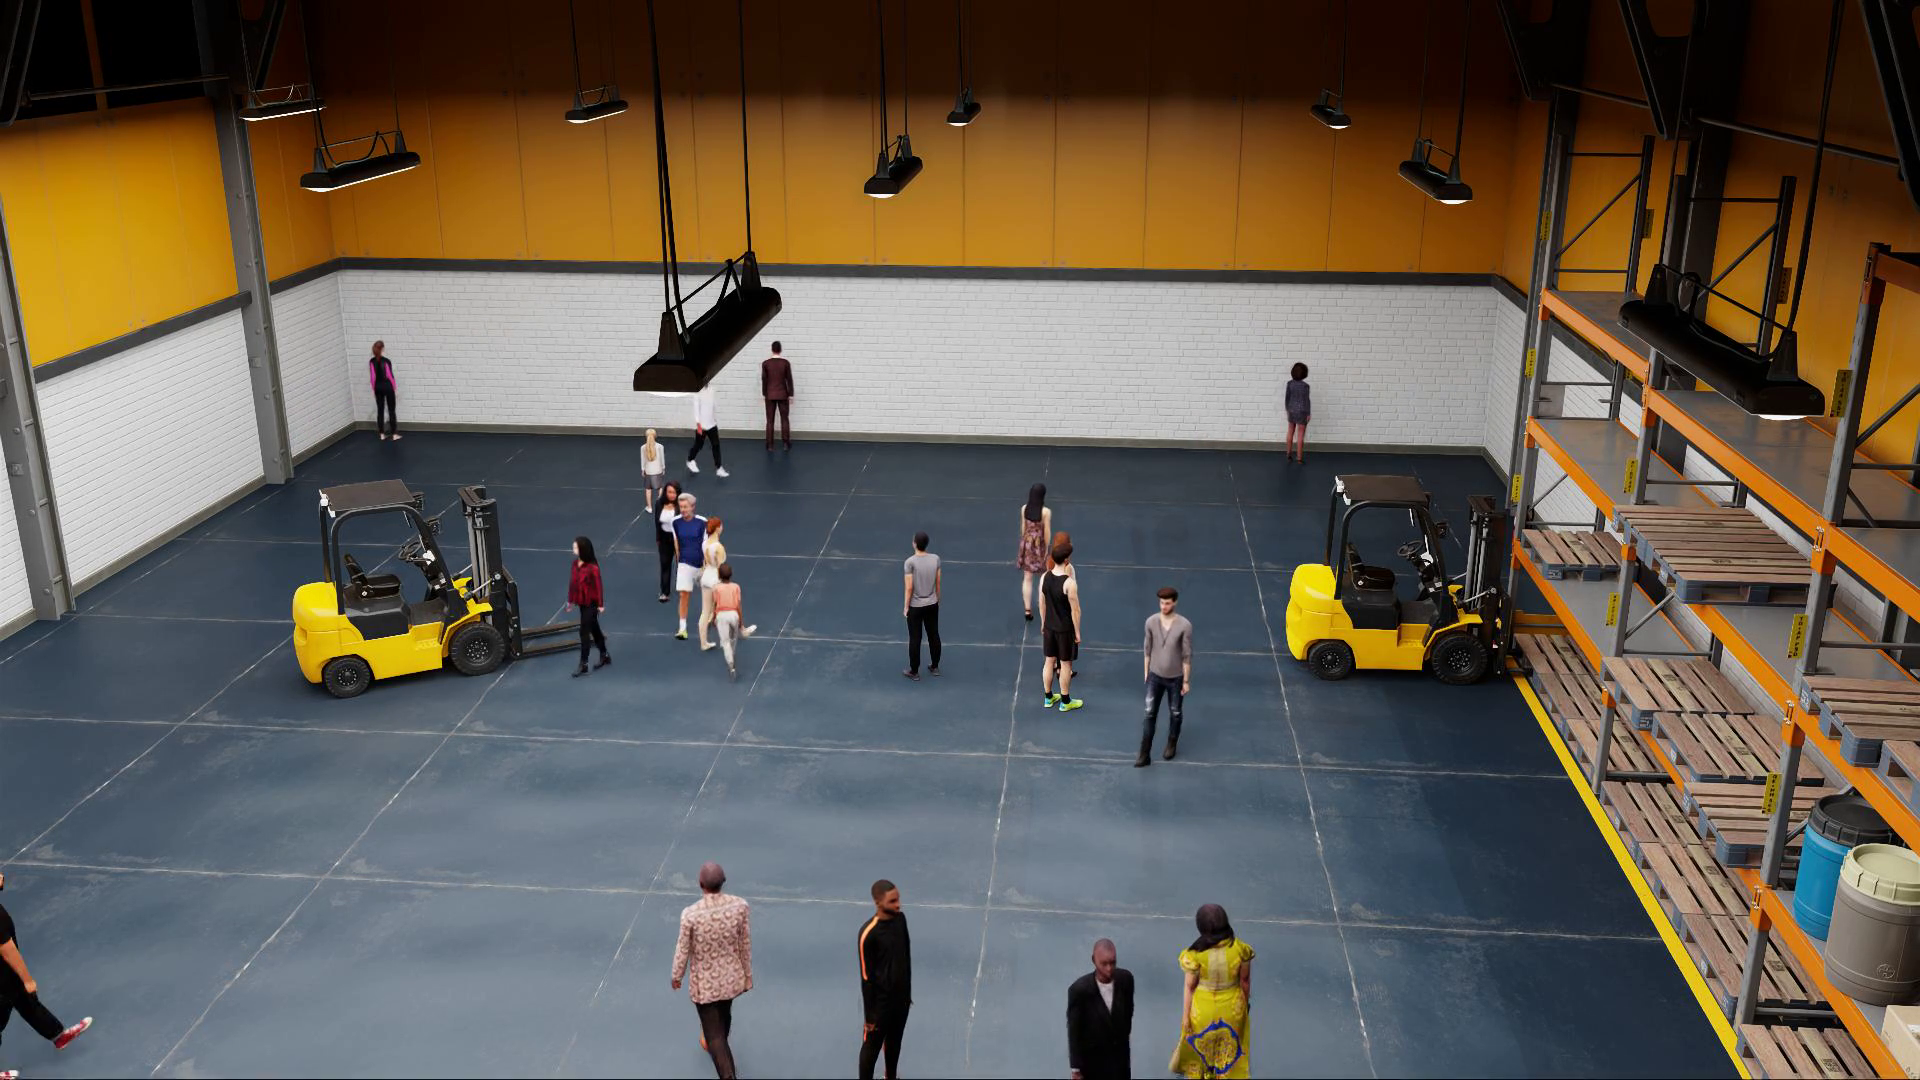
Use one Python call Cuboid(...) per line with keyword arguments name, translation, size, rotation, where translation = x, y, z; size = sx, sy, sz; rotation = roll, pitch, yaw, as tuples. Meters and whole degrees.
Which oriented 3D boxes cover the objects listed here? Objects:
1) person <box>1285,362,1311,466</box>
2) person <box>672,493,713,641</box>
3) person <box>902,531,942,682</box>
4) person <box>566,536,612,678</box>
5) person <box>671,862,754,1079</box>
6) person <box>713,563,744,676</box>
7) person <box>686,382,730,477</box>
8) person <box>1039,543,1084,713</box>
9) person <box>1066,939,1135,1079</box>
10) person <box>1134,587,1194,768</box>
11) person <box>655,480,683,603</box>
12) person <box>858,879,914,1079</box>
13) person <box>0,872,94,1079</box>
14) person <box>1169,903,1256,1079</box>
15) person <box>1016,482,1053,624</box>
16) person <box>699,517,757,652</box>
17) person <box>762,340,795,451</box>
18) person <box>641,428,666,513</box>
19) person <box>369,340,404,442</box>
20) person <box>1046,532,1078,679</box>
Cuboid(name="person", translation=(5.556, -2.085, 27.388), size=(0.745, 1.702, 0.702), rotation=(-17, 25, -41))
Cuboid(name="person", translation=(-3.202, 0.281, 20.245), size=(0.635, 1.776, 1.190), rotation=(2, 19, 6))
Cuboid(name="person", translation=(-0.427, 0.731, 18.943), size=(0.699, 1.755, 0.727), rotation=(-11, 21, -29))
Cuboid(name="person", translation=(-4.209, 0.717, 19.169), size=(0.843, 1.636, 0.939), rotation=(16, 25, 40))
Cuboid(name="person", translation=(-1.693, 3.159, 11.715), size=(1.148, 1.766, 1.276), rotation=(-12, 22, -31))
Cuboid(name="person", translation=(-2.668, 0.920, 19.101), size=(0.709, 1.295, 0.956), rotation=(-6, 20, -17))
Cuboid(name="person", translation=(-4.159, -1.899, 26.729), size=(1.138, 1.768, 1.173), rotation=(16, 24, 38))
Cuboid(name="person", translation=(1.086, 0.944, 18.094), size=(0.770, 1.892, 0.782), rotation=(14, 23, 36))
Cuboid(name="person", translation=(0.900, 3.377, 11.146), size=(0.959, 1.715, 1.230), rotation=(-5, 19, -16))
Cuboid(name="person", translation=(2.142, 1.351, 16.913), size=(0.870, 1.875, 1.136), rotation=(7, 20, 19))
Cuboid(name="person", translation=(-3.663, -0.017, 21.466), size=(0.655, 1.561, 1.115), rotation=(1, 19, 3))
Cuboid(name="person", translation=(-0.532, 3.172, 11.617), size=(0.754, 1.805, 0.653), rotation=(15, 24, 37))
Cuboid(name="person", translation=(-6.929, 3.144, 11.836), size=(1.068, 1.717, 1.184), rotation=(17, 25, 41))
Cuboid(name="person", translation=(1.769, 3.334, 11.455), size=(0.800, 1.600, 1.231), rotation=(-1, 19, -2))
Cuboid(name="person", translation=(0.896, 0.189, 20.596), size=(0.867, 1.727, 1.193), rotation=(8, 20, 22))
Cuboid(name="person", translation=(-2.971, 0.549, 19.705), size=(0.891, 1.612, 1.050), rotation=(15, 24, 37))
Cuboid(name="person", translation=(-3.101, -2.453, 28.237), size=(0.722, 1.856, 0.617), rotation=(-2, 19, -5))
Cuboid(name="person", translation=(-4.607, -1.051, 24.993), size=(0.551, 1.271, 0.569), rotation=(-2, 19, -7))
Cuboid(name="person", translation=(-9.986, -2.597, 28.833), size=(0.561, 1.749, 0.529), rotation=(2, 19, 6))
Cuboid(name="person", translation=(1.130, 0.732, 18.996), size=(0.713, 1.719, 0.622), rotation=(-11, 21, -29))
